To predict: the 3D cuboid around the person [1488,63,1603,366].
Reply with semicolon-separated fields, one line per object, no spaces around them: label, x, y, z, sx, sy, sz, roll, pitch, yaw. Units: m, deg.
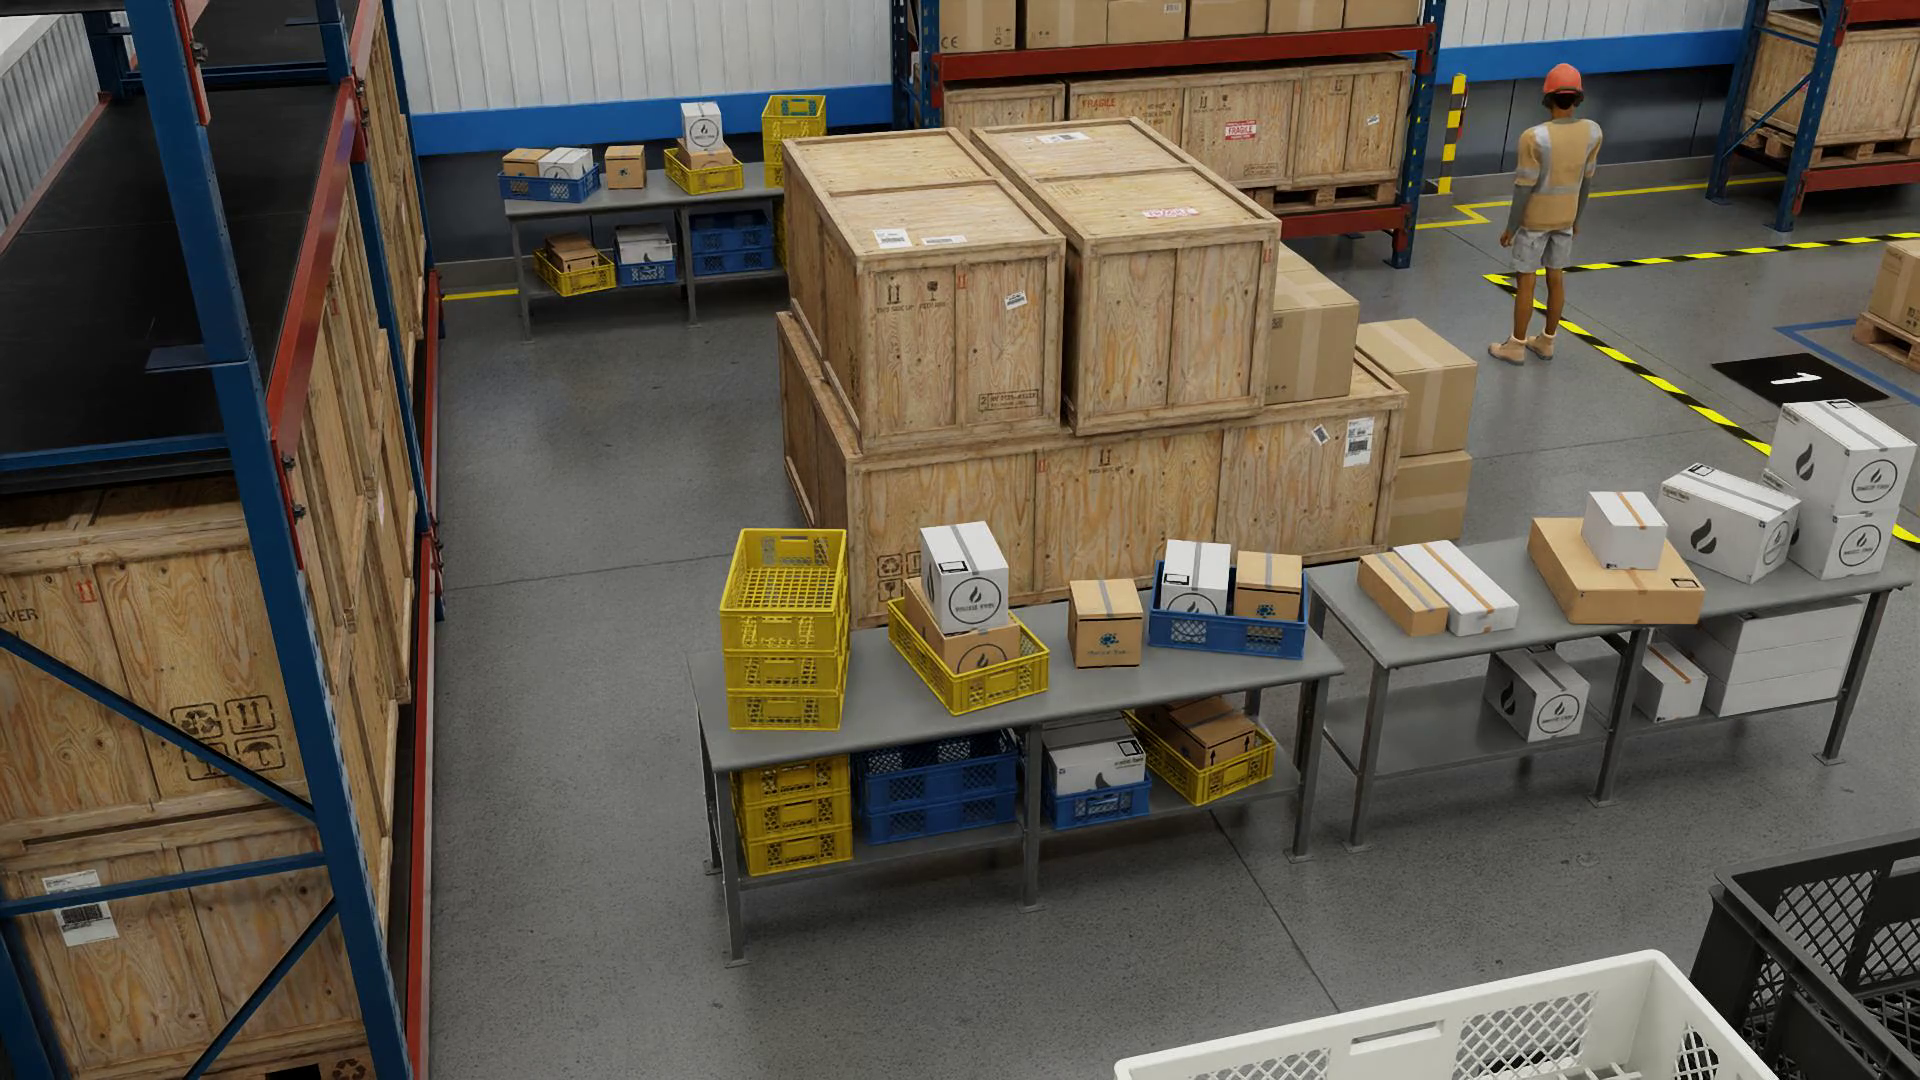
person;3.936;-2.175;11.233;0.604;2.038;0.390;-9;30;-15
